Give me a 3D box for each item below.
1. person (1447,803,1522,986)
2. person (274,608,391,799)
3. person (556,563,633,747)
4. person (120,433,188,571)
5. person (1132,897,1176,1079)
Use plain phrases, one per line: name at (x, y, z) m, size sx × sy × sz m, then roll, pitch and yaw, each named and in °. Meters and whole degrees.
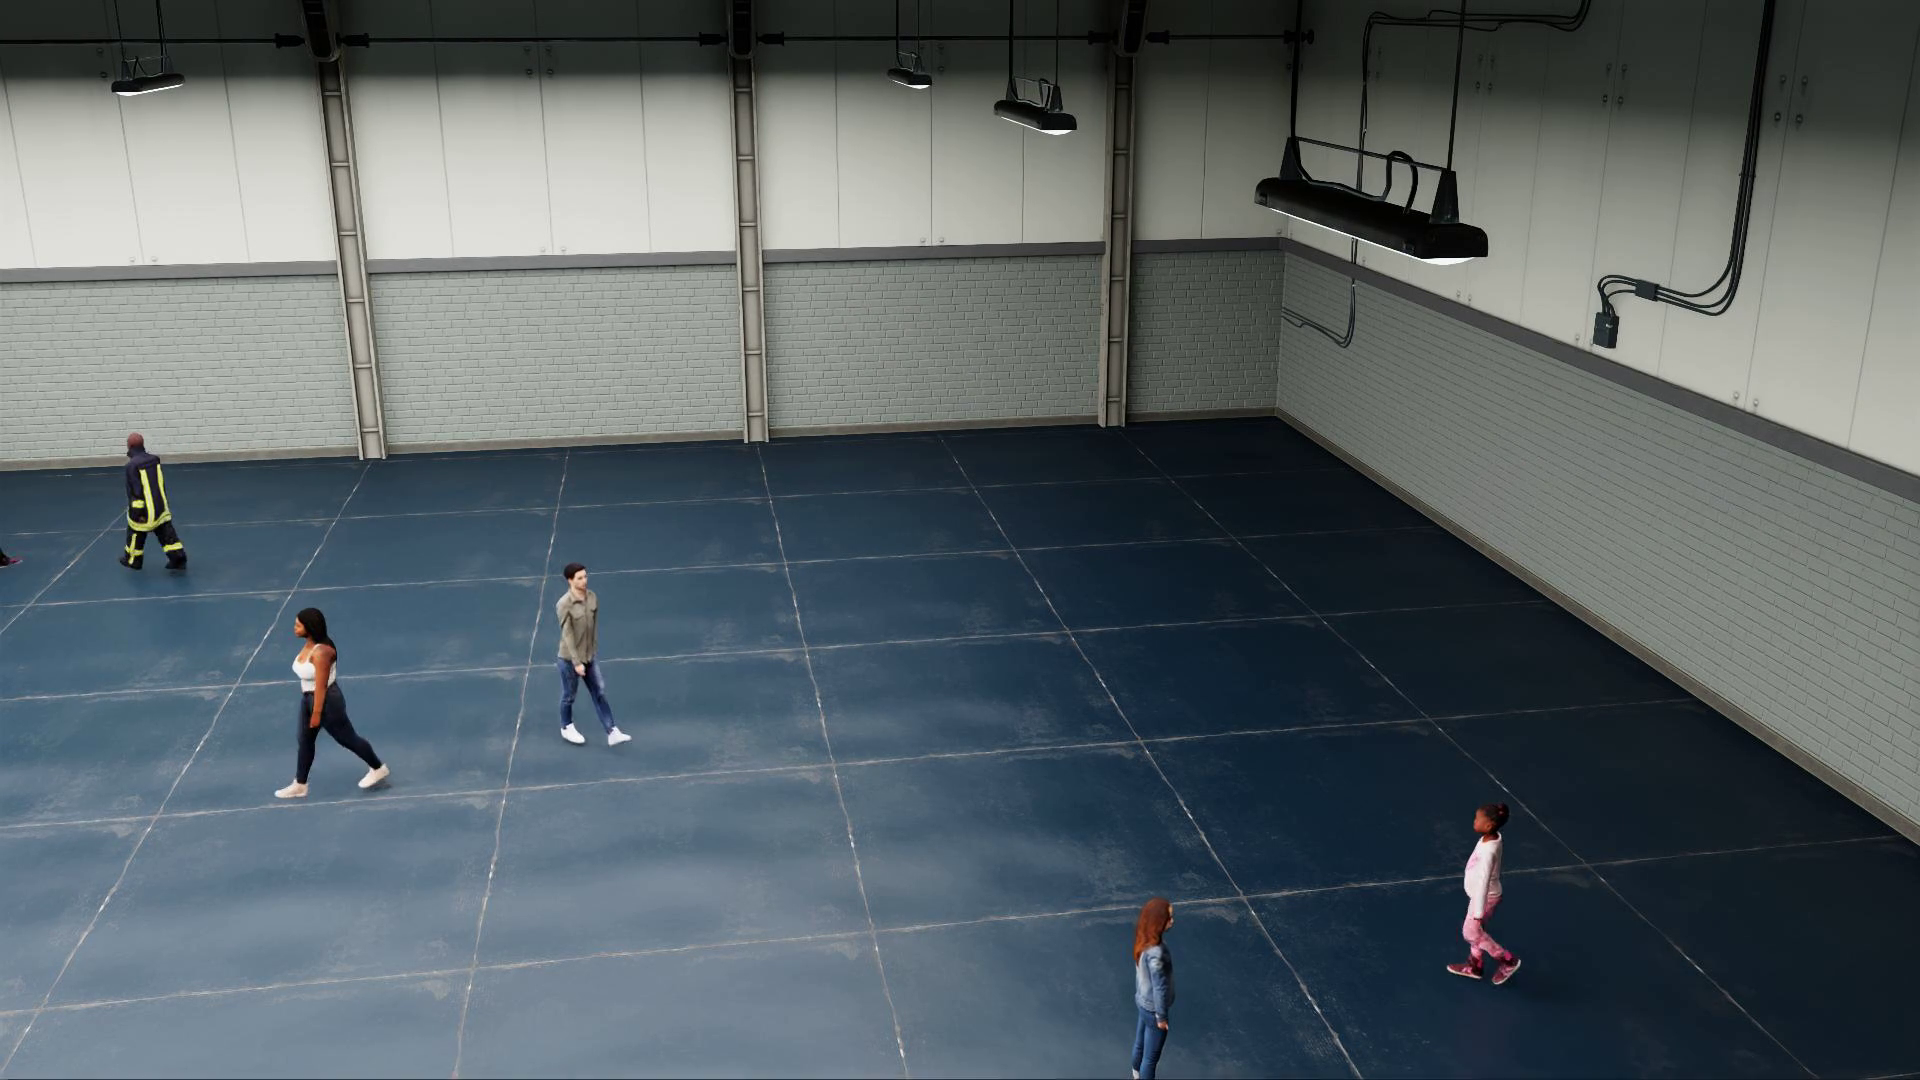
person at (3.852, 2.562, 12.011) m, size 0.832 × 1.436 × 0.728 m, roll 6°, pitch 19°, yaw 17°
person at (-5.567, 1.462, 14.859) m, size 1.292 × 1.764 × 0.980 m, roll -11°, pitch 21°, yaw -31°
person at (-3.709, 1.108, 15.851) m, size 1.193 × 1.822 × 1.138 m, roll 12°, pitch 22°, yaw 33°
person at (-10.006, -0.436, 20.659) m, size 1.315 × 1.781 × 1.126 m, roll 6°, pitch 19°, yaw 19°
person at (1.231, 2.970, 10.689) m, size 0.504 × 1.478 × 0.571 m, roll -2°, pitch 18°, yaw -7°
